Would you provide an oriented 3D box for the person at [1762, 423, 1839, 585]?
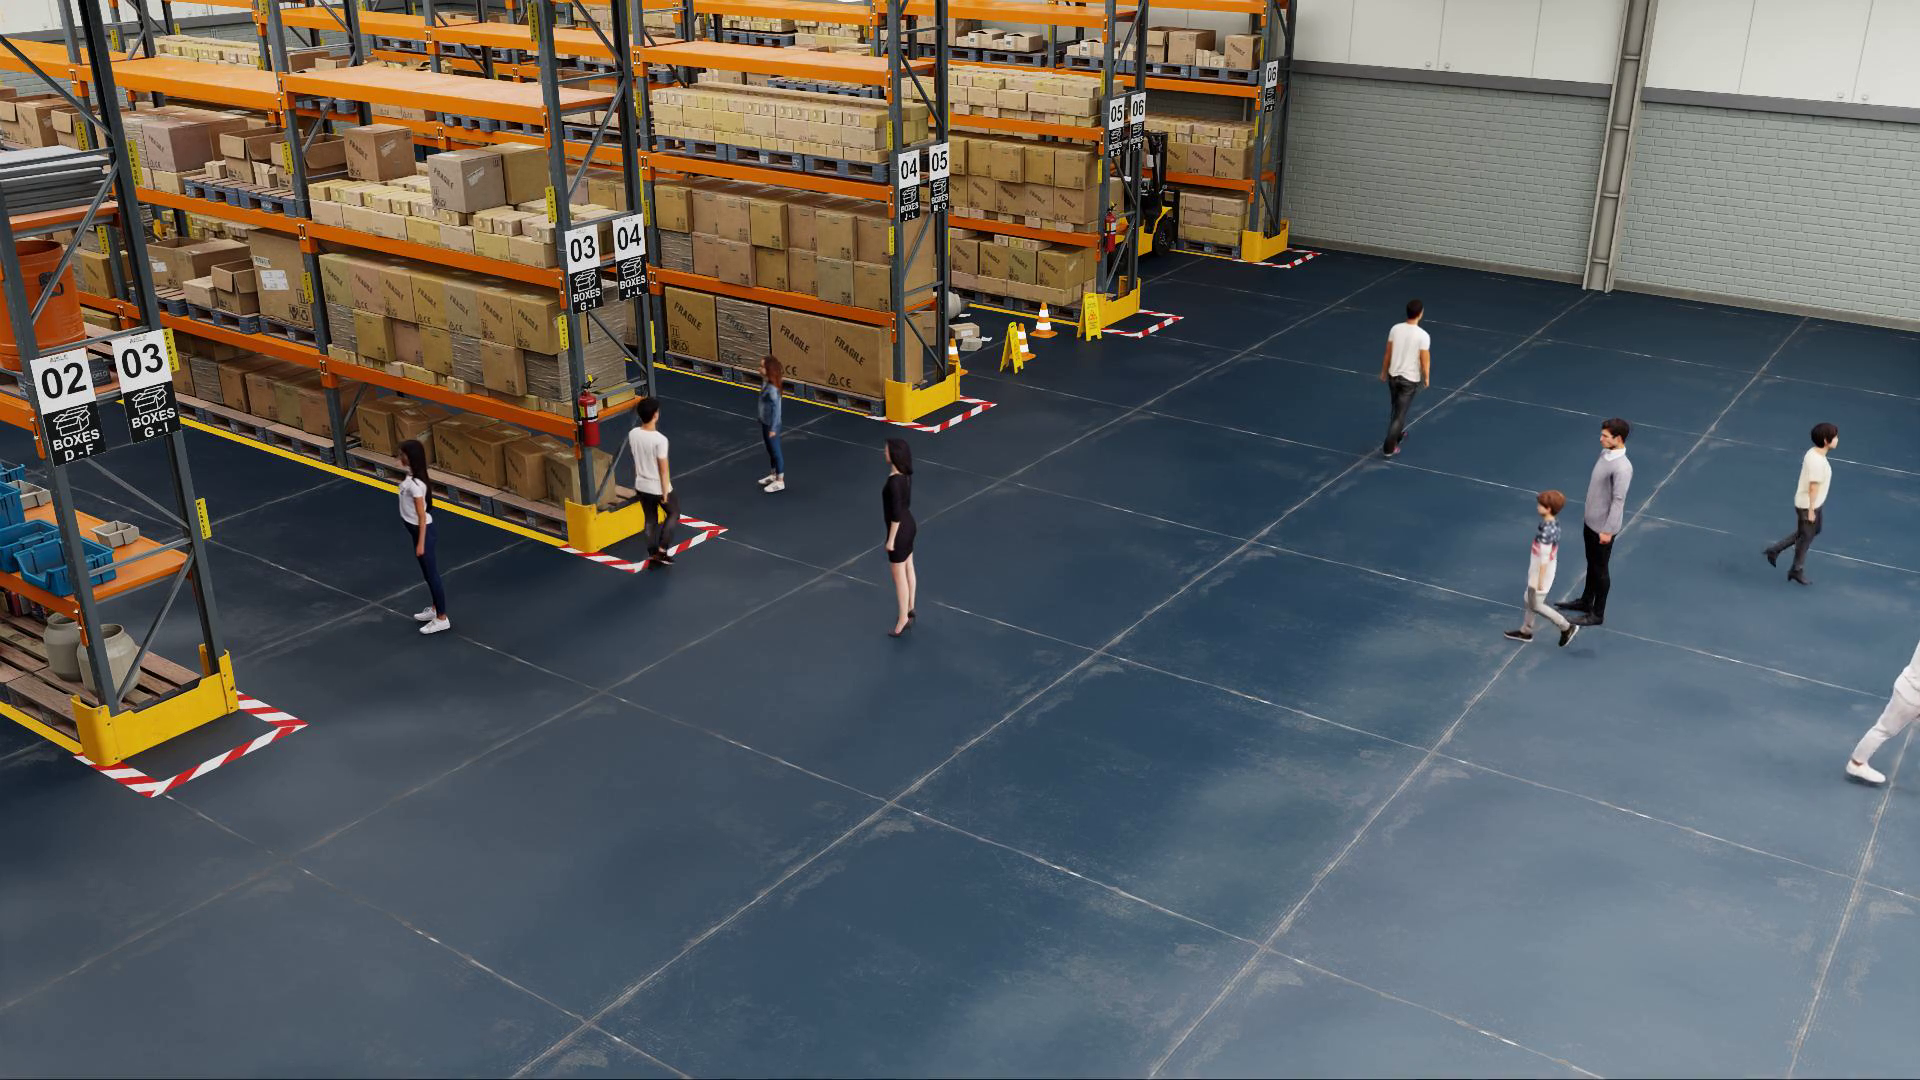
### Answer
[{"bbox_3d":[7.869,-0.340,15.562,0.738,1.576,0.649,10,25,23],"label":"person"}]

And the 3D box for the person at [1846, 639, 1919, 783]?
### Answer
[{"bbox_3d":[6.889,1.095,12.109,1.087,1.637,0.660,17,28,34],"label":"person"}]

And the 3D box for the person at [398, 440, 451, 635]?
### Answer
[{"bbox_3d":[-4.710,-0.047,14.617,0.731,1.775,0.639,-8,24,-17],"label":"person"}]

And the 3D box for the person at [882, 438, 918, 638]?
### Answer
[{"bbox_3d":[-0.518,-0.032,14.543,0.598,1.807,0.650,7,24,15],"label":"person"}]

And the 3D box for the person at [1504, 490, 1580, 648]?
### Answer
[{"bbox_3d":[5.085,0.269,14.325,0.859,1.422,0.588,11,25,24],"label":"person"}]

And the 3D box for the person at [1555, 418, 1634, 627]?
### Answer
[{"bbox_3d":[5.705,-0.177,14.737,0.840,1.921,0.840,1,23,3],"label":"person"}]

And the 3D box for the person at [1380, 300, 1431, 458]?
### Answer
[{"bbox_3d":[4.946,-1.798,18.729,0.897,1.780,0.807,20,30,39],"label":"person"}]

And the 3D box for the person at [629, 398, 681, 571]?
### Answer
[{"bbox_3d":[-2.957,-0.508,15.785,0.565,1.710,0.717,12,26,26],"label":"person"}]

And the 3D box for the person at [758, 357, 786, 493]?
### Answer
[{"bbox_3d":[-2.017,-1.259,17.849,0.700,1.477,0.614,-7,24,-16],"label":"person"}]
